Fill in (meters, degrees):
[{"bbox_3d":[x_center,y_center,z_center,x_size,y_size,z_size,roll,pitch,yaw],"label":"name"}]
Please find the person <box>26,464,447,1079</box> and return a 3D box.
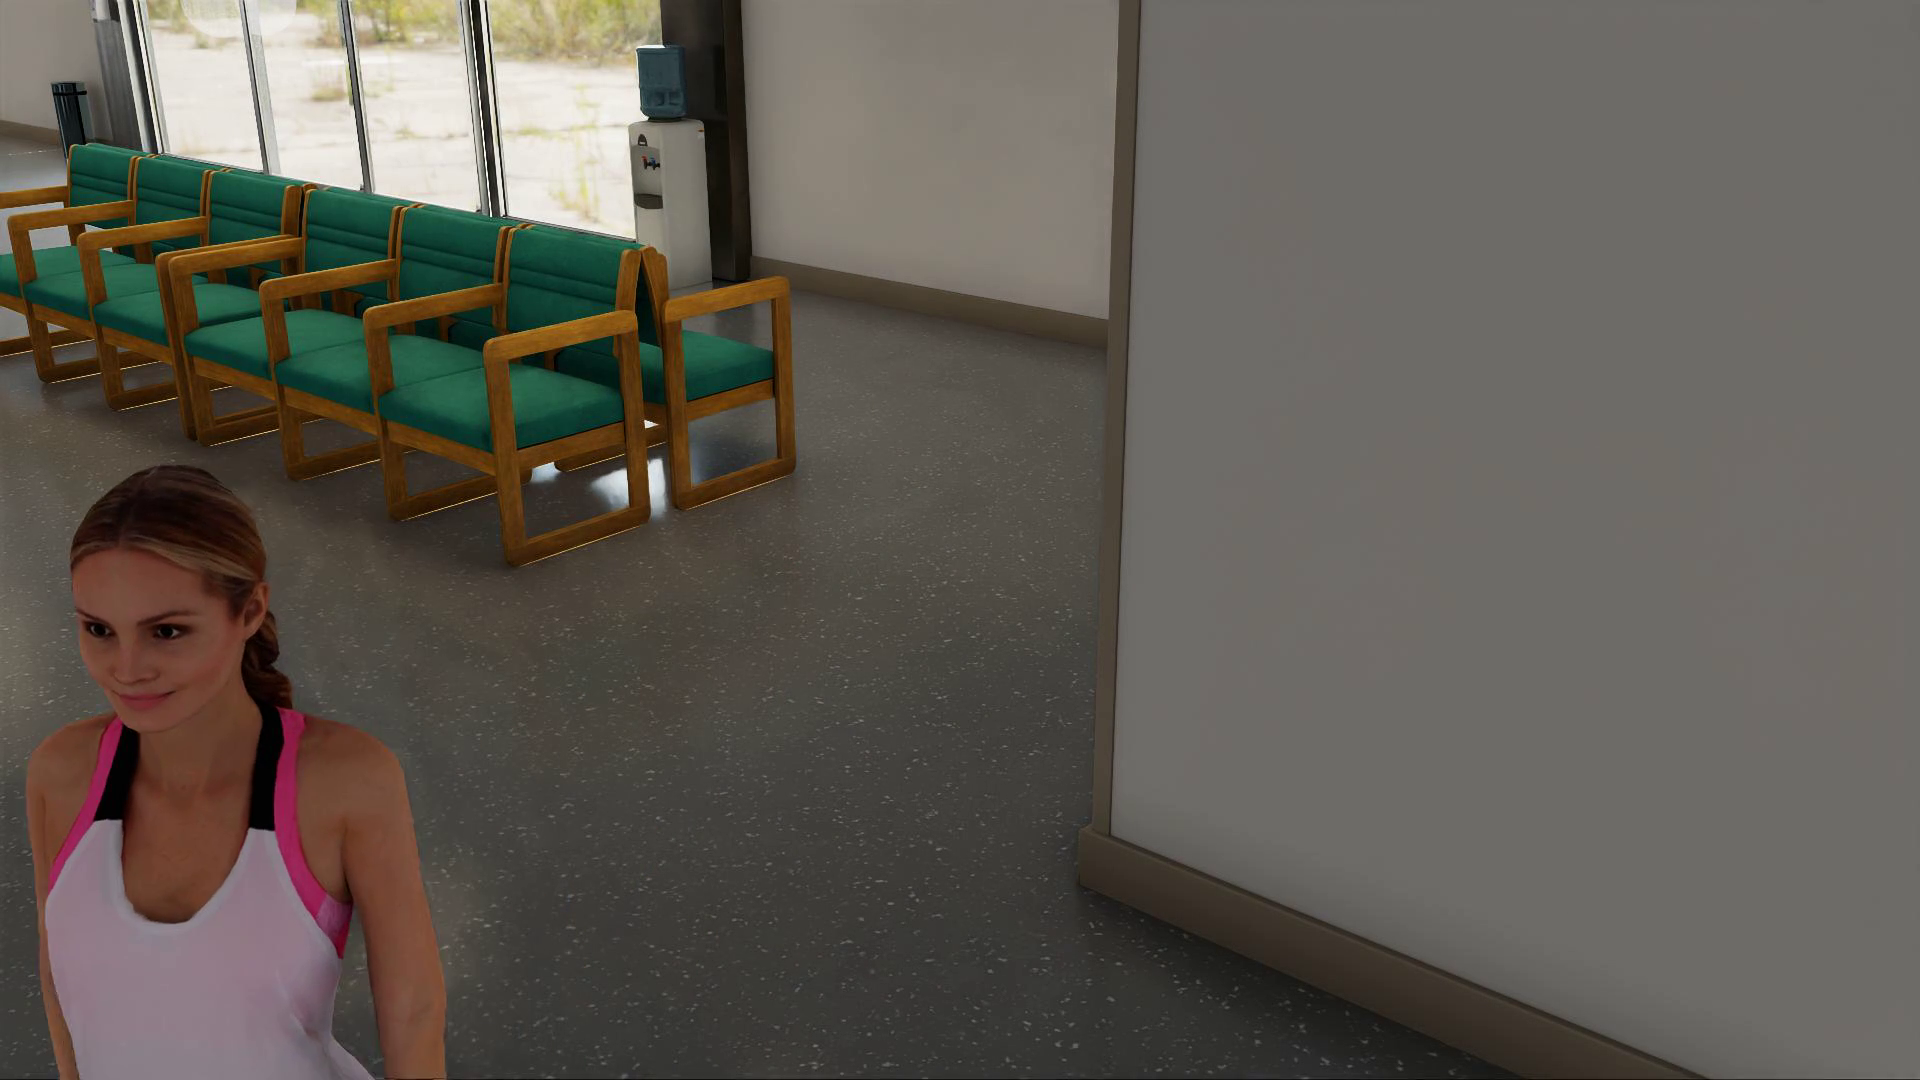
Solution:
[{"bbox_3d":[-0.780,0.751,1.949,0.705,1.781,0.714,3,21,7],"label":"person"}]
